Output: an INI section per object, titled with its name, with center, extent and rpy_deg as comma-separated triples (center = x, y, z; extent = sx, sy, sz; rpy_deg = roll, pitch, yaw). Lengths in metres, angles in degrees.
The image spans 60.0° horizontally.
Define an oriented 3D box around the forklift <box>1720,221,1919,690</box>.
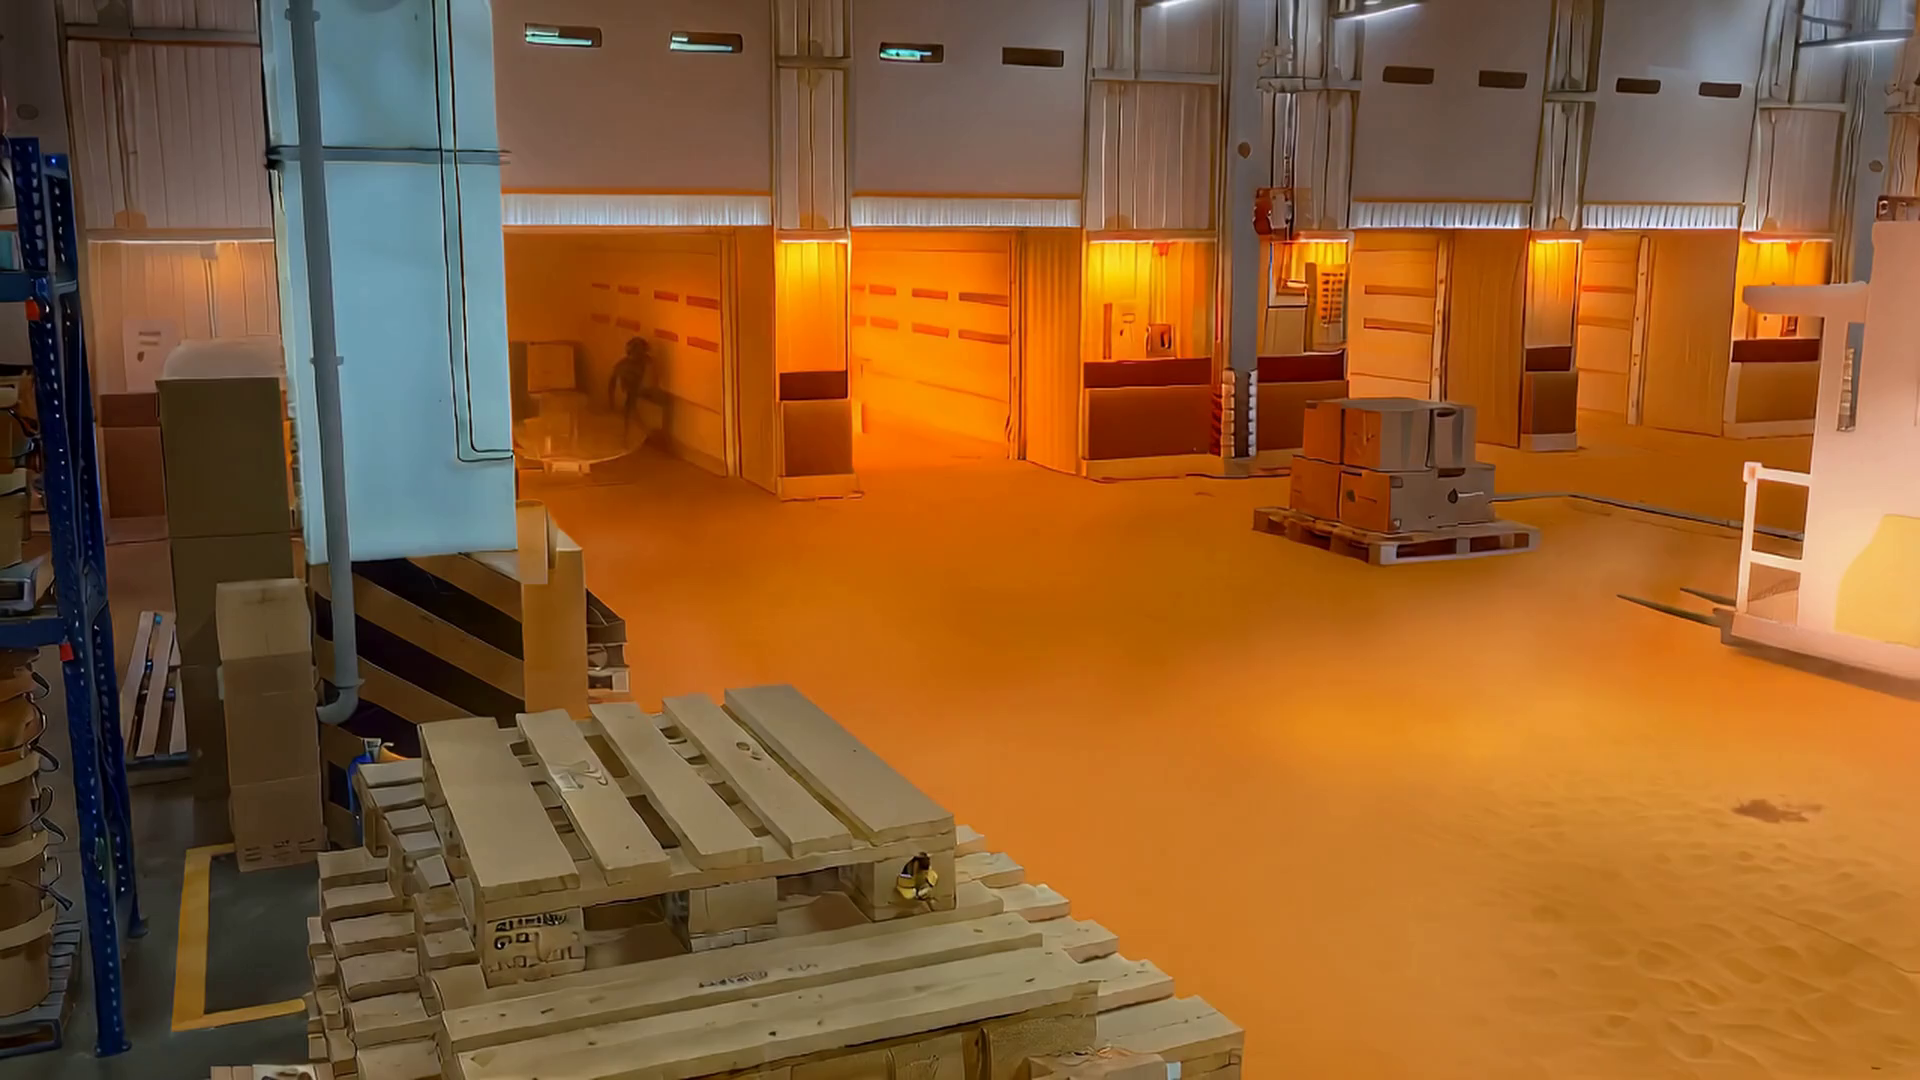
[forklift]
center = 5.949, -0.550, 10.218
extent = 1.129, 2.768, 1.873
rpy_deg = -4, 11, -23
